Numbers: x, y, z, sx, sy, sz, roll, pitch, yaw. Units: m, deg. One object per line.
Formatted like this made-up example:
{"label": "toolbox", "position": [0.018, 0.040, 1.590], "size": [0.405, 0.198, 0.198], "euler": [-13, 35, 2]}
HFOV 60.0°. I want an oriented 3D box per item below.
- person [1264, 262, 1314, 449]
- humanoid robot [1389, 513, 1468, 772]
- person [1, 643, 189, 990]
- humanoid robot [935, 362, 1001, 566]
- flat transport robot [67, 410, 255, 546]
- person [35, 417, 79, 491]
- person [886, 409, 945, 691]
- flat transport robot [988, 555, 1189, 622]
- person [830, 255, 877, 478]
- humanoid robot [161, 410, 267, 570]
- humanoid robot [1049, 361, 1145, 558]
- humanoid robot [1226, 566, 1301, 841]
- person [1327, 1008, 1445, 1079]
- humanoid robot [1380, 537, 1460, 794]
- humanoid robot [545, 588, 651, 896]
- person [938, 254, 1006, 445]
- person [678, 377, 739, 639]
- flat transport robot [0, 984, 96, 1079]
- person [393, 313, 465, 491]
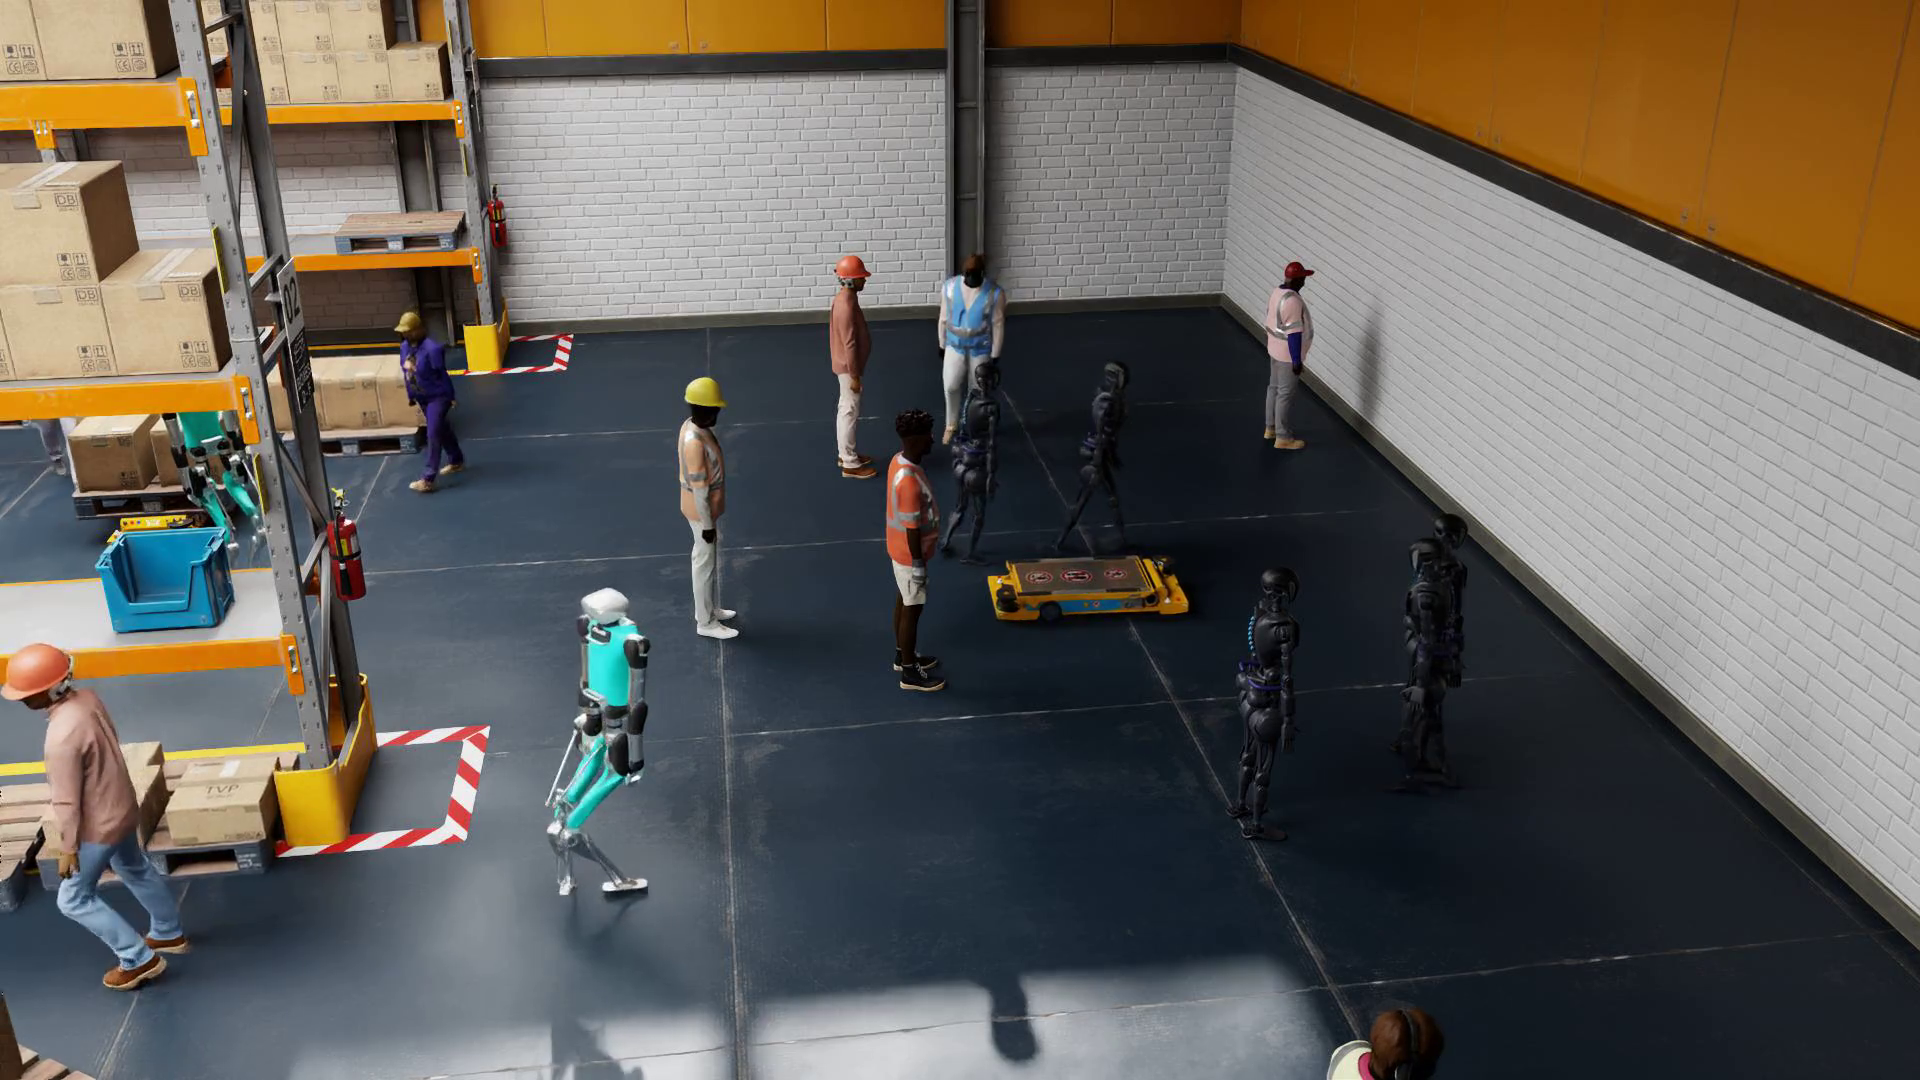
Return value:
{"label": "person", "position": [3.063, -1.727, 15.485], "size": [0.419, 1.754, 0.603], "euler": [-3, 24, -8]}
{"label": "humanoid robot", "position": [2.915, 0.606, 10.249], "size": [0.315, 1.655, 0.599], "euler": [-3, 24, -8]}
{"label": "person", "position": [-4.243, 1.367, 8.181], "size": [0.515, 1.959, 0.663], "euler": [-6, 24, -14]}
{"label": "humanoid robot", "position": [0.067, -0.598, 13.010], "size": [0.481, 1.637, 0.611], "euler": [-11, 26, -23]}
{"label": "flat transport robot", "position": [-6.648, -0.290, 14.056], "size": [0.659, 0.231, 1.431], "euler": [-3, 24, -8]}
{"label": "person", "position": [-7.947, -1.366, 14.478], "size": [0.510, 1.915, 0.909], "euler": [-13, 27, -27]}
{"label": "person", "position": [-0.309, 0.056, 11.161], "size": [0.368, 1.966, 0.602], "euler": [-3, 24, -8]}
{"label": "flat transport robot", "position": [0.957, 0.364, 12.567], "size": [1.431, 0.231, 0.659], "euler": [-2, 24, -5]}
{"label": "person", "position": [-0.958, -1.541, 14.764], "size": [0.375, 1.995, 0.608], "euler": [-3, 24, -8]}
{"label": "humanoid robot", "position": [-5.509, -0.384, 12.495], "size": [0.712, 1.834, 0.554], "euler": [21, 31, 39]}
{"label": "humanoid robot", "position": [1.090, -0.651, 13.187], "size": [0.723, 1.623, 0.589], "euler": [8, 25, 17]}
{"label": "humanoid robot", "position": [1.762, 0.913, 9.548], "size": [0.315, 1.657, 0.599], "euler": [-3, 24, -8]}
{"label": "person", "position": [1.496, 2.431, 5.904], "size": [0.429, 1.842, 0.621], "euler": [-3, 24, -8]}
{"label": "humanoid robot", "position": [2.836, 0.764, 9.928], "size": [0.471, 1.633, 0.609], "euler": [8, 25, 17]}
{"label": "humanoid robot", "position": [-2.028, 1.171, 8.889], "size": [0.573, 1.774, 0.776], "euler": [20, 31, 38]}
{"label": "person", "position": [0.092, -1.757, 15.470], "size": [0.638, 1.816, 0.627], "euler": [4, 24, 8]}
{"label": "person", "position": [-1.804, -0.235, 11.873], "size": [0.369, 1.925, 0.584], "euler": [-3, 24, -8]}
{"label": "flat transport robot", "position": [-4.482, 2.769, 7.087], "size": [1.431, 0.231, 0.659], "euler": [12, 26, 25]}
{"label": "person", "position": [-4.691, -1.225, 14.561], "size": [0.471, 1.574, 0.826], "euler": [14, 27, 28]}
